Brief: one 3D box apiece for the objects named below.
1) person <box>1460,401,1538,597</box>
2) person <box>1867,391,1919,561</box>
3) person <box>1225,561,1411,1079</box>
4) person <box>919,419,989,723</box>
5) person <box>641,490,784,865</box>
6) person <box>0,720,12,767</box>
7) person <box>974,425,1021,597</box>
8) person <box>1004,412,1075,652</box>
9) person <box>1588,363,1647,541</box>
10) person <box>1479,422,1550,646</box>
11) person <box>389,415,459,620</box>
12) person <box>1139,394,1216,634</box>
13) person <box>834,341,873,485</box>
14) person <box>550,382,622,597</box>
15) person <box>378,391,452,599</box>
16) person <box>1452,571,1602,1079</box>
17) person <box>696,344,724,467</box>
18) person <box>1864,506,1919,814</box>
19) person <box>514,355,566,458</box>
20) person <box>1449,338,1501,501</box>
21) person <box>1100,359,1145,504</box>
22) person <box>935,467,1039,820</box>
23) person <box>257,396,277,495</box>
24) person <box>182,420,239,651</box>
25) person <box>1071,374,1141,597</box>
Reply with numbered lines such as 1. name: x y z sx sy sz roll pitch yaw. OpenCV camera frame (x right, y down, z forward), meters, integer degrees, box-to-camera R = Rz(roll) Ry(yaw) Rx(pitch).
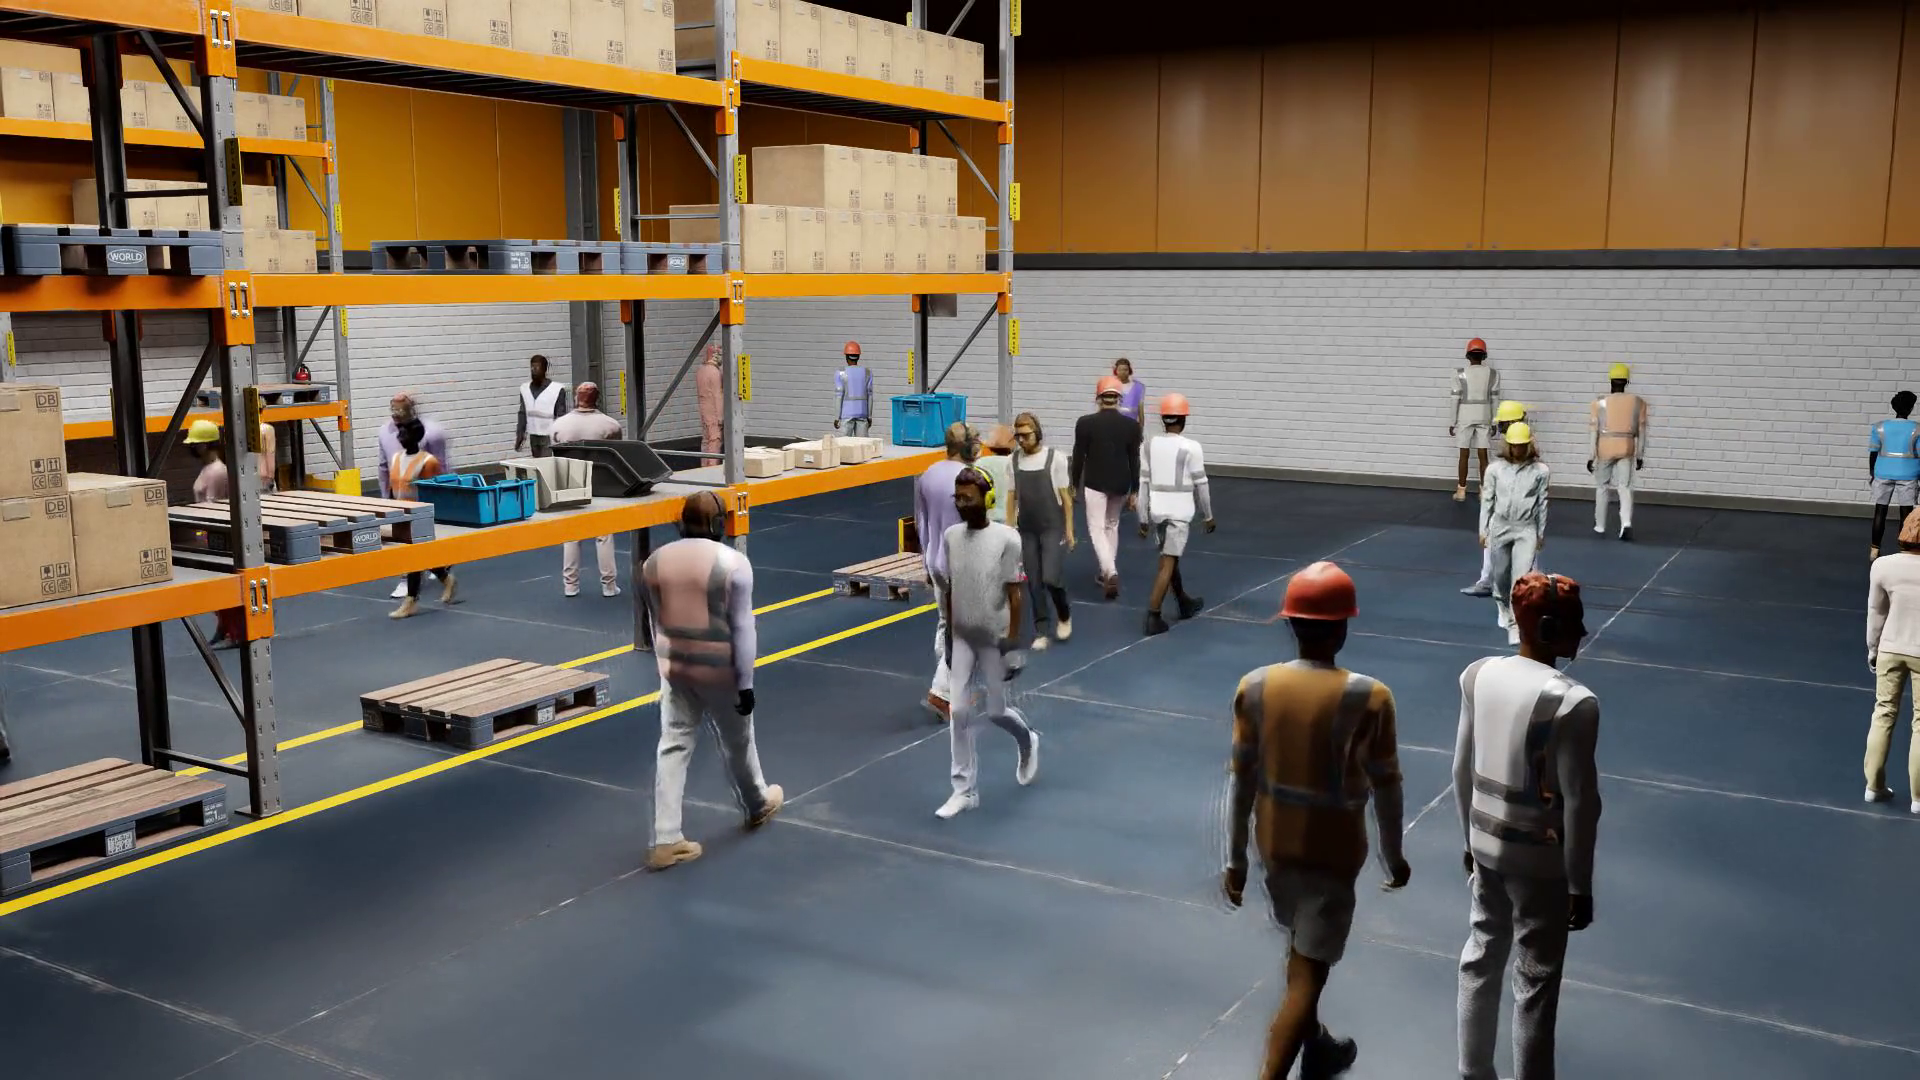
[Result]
1. person: 4.735 -0.343 14.514 0.769 1.734 0.538 5 11 30
2. person: 9.215 -0.619 16.351 0.541 1.695 0.315 7 12 38
3. person: 1.135 1.026 5.495 0.550 1.903 0.958 7 12 39
4. person: -0.054 0.189 10.642 0.526 1.941 0.656 -7 11 -37
5. person: -1.241 0.646 8.199 0.634 1.778 1.003 4 10 21
6. person: -5.735 0.489 9.177 0.612 1.783 0.919 4 10 25
7. person: 0.373 -0.169 13.882 0.522 1.579 0.872 4 10 26
8. person: 0.603 -0.062 12.539 0.563 1.810 0.514 4 10 24
9. person: 7.045 -0.953 17.838 0.597 1.889 0.926 2 9 11
10. person: 4.331 -0.089 13.017 0.496 1.706 0.867 3 10 19
11. person: -4.499 -0.216 13.884 0.534 1.674 0.759 6 11 33
12. person: 1.726 -0.225 13.316 0.546 1.884 0.996 8 12 42
13. person: -1.435 -1.683 22.247 0.551 1.936 0.357 -4 10 -25
14. person: -3.258 -0.441 14.641 0.644 1.896 0.398 0 9 2
15. person: -4.880 -0.455 14.988 0.662 1.824 1.120 3 9 16
16. person: 1.851 1.037 5.442 0.360 1.882 0.575 -4 10 -24
17. person: -3.272 -1.666 22.243 0.403 1.904 0.652 -5 10 -29
18. person: 5.049 0.626 8.807 0.277 1.629 0.497 -7 11 -36
19. person: -4.852 -1.181 19.204 0.586 1.901 0.658 4 10 23
20. person: 6.398 -1.492 20.728 0.607 2.044 0.371 1 9 4
21. person: 2.019 -1.379 20.818 0.584 1.797 0.981 1 9 4
22. person: 0.152 0.511 8.831 0.513 1.850 0.759 6 11 31
23. person: -7.177 -0.656 16.830 0.513 1.618 0.724 1 9 9
24. person: -5.612 -0.025 12.490 0.397 1.752 0.528 -7 11 -35
25. person: 1.319 -0.487 14.739 0.597 1.954 0.936 -2 9 -13
